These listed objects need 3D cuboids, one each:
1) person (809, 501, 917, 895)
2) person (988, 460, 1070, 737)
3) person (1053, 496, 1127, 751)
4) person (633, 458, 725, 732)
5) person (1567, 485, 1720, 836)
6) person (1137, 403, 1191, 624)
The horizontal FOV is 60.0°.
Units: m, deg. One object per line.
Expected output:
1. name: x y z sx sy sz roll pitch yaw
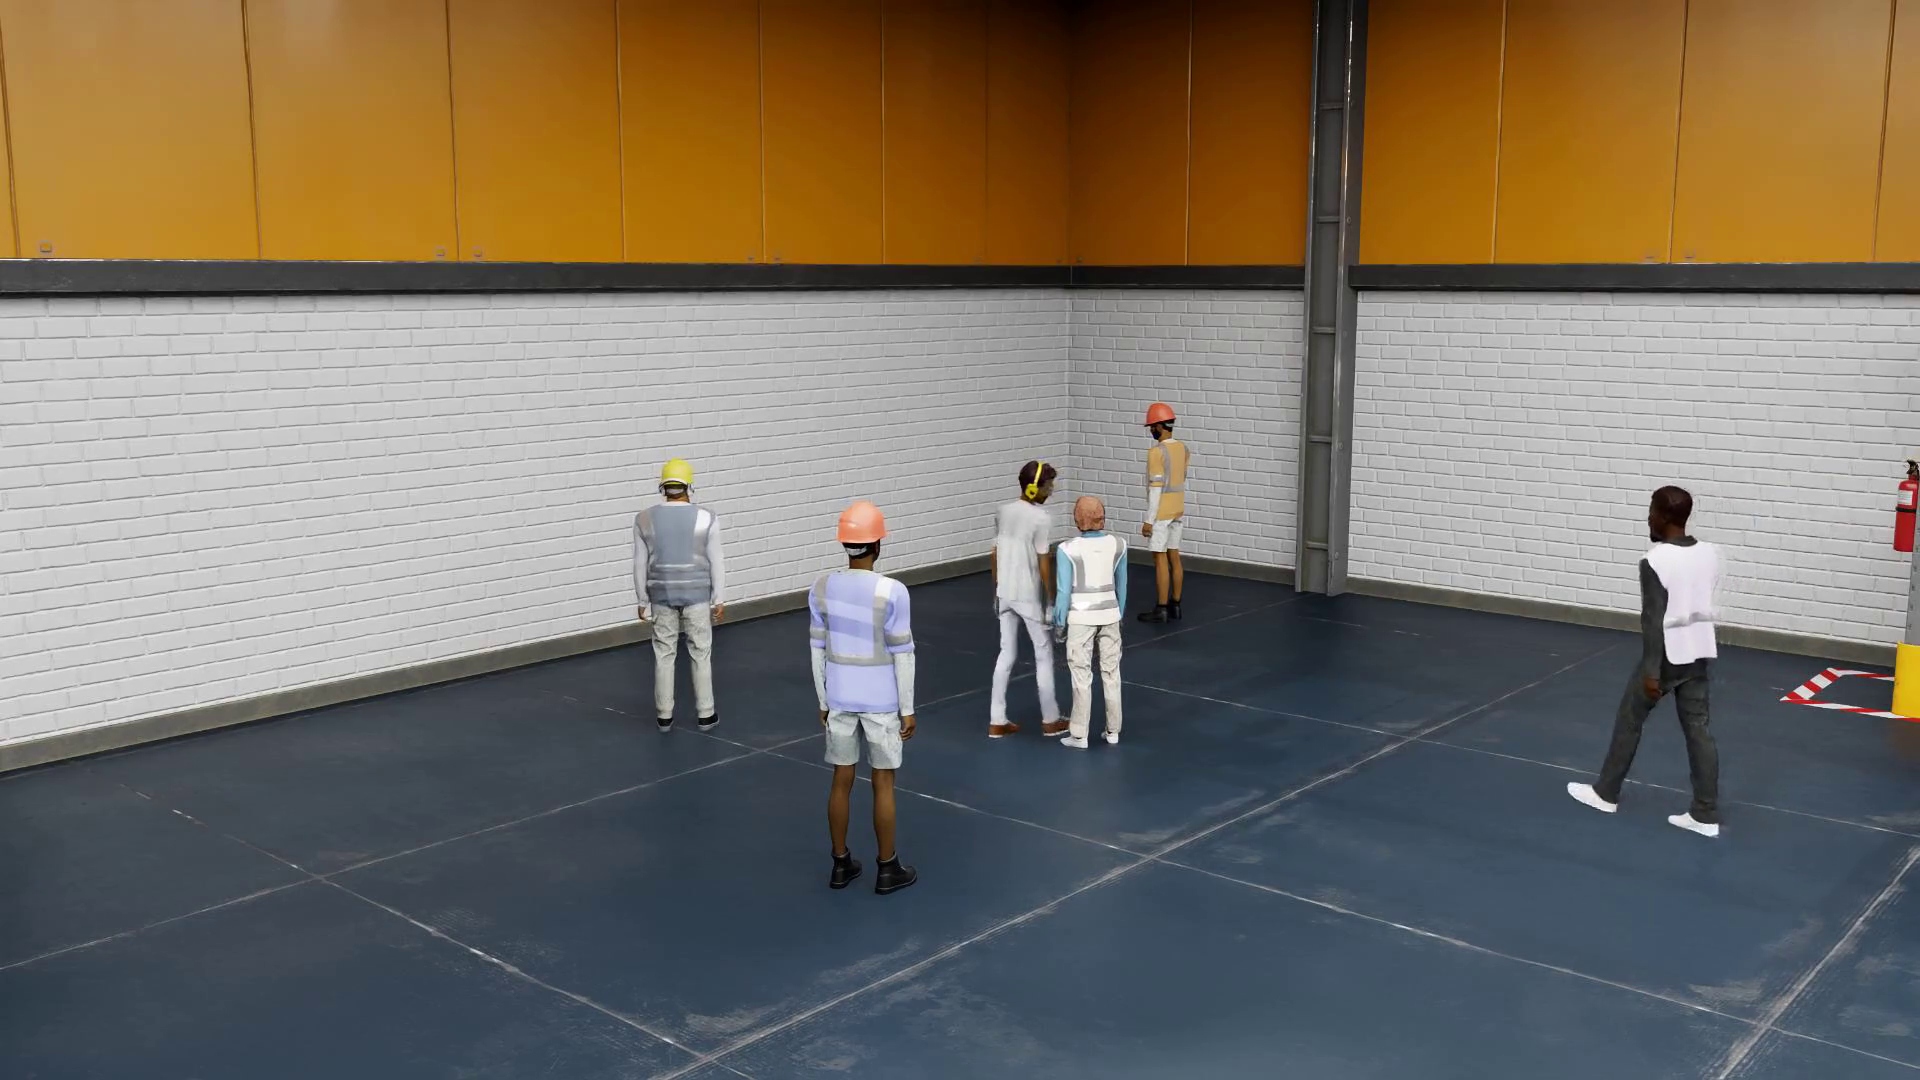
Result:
1. person: -0.465 0.774 8.167 0.545 1.943 0.347 4 10 21
2. person: 0.449 0.388 10.914 0.531 1.842 0.558 -8 12 -43
3. person: 0.839 0.532 10.640 0.514 1.637 0.314 -4 10 -22
4. person: -1.860 0.367 11.073 0.600 1.827 0.404 0 9 -3
5. person: 3.861 0.636 9.204 0.592 1.881 0.934 -5 10 -28
6. person: 1.765 -0.234 14.541 0.368 1.929 0.542 7 11 37
